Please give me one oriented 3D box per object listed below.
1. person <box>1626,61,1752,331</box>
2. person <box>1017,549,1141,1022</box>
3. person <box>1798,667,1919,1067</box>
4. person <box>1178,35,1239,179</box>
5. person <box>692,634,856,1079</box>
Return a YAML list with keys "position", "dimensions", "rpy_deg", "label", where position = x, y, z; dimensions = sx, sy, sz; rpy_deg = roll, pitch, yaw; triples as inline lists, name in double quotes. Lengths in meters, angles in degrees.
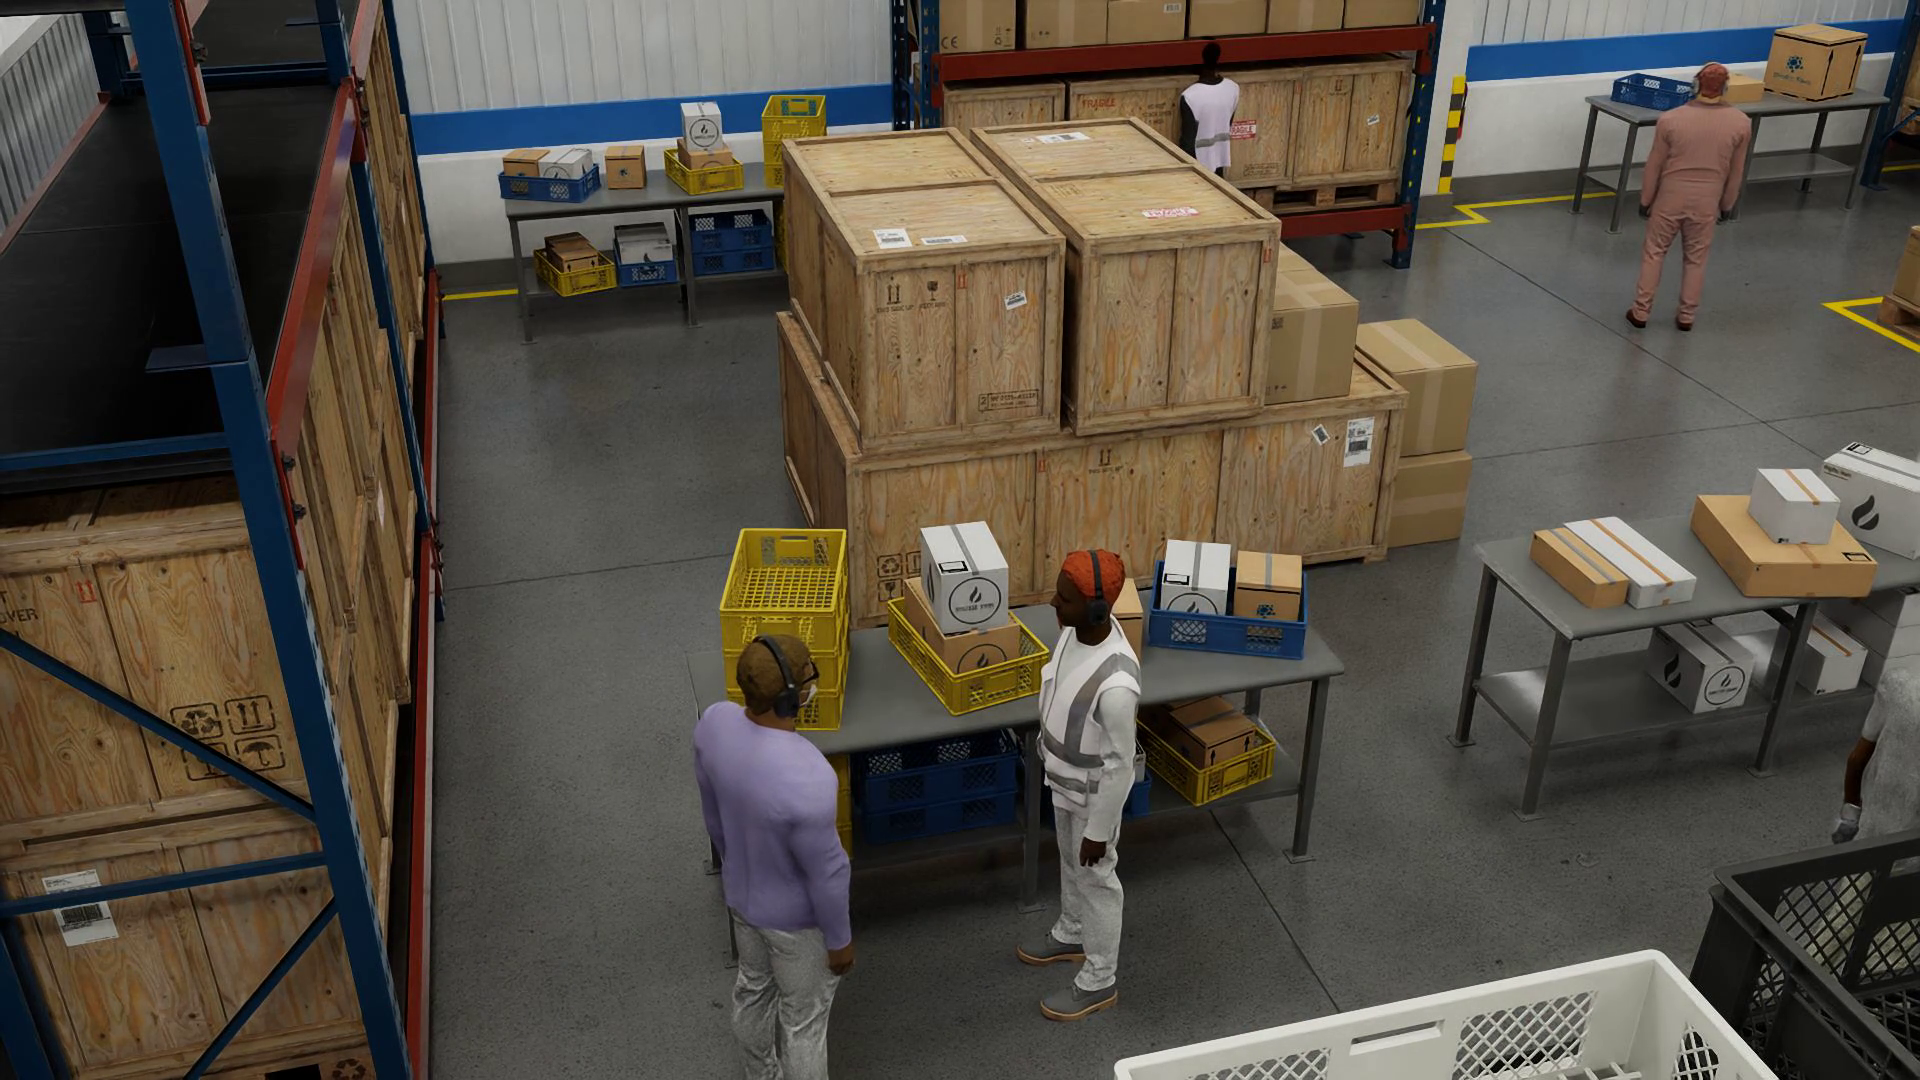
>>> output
- position: [5.170, -2.427, 11.824]
  dimensions: [0.656, 1.899, 0.394]
  rpy_deg: [5, 29, 9]
  label: "person"
- position: [0.431, 0.863, 5.864]
  dimensions: [0.355, 1.882, 0.576]
  rpy_deg: [-6, 30, -12]
  label: "person"
- position: [3.154, 1.038, 5.564]
  dimensions: [0.312, 1.864, 0.532]
  rpy_deg: [-9, 30, -15]
  label: "person"
- position: [1.828, -2.781, 12.442]
  dimensions: [0.597, 1.916, 0.371]
  rpy_deg: [-25, 37, -37]
  label: "person"
- position: [-0.560, 1.140, 5.304]
  dimensions: [0.370, 1.940, 0.627]
  rpy_deg: [-25, 37, -37]
  label: "person"
